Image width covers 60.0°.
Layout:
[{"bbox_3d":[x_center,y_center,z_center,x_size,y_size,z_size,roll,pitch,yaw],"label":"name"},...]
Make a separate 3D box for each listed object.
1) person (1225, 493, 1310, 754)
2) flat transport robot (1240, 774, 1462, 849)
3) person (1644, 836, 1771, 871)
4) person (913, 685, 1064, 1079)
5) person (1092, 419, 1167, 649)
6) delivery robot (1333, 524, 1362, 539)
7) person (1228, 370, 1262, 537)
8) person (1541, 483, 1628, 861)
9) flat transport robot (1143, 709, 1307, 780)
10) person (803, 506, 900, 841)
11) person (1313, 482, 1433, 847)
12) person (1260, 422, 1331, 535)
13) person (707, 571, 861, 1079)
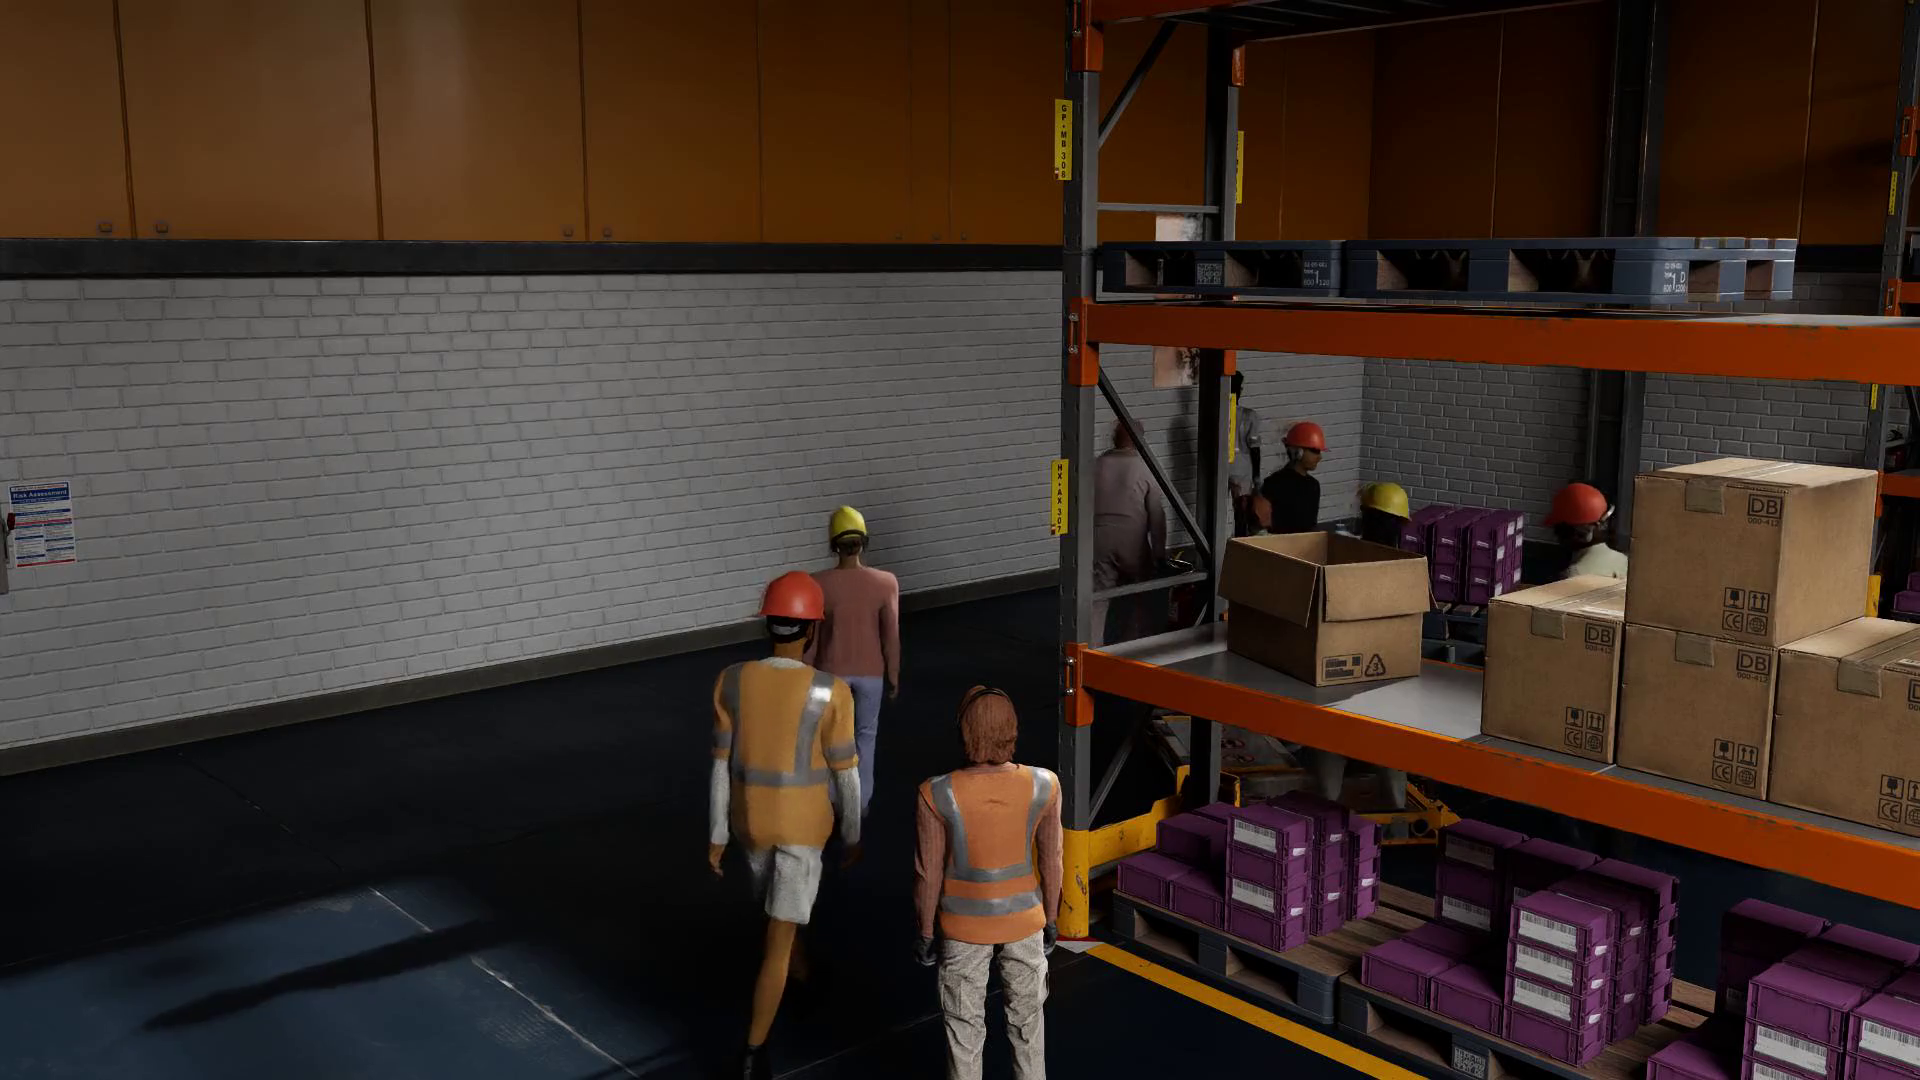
[{"bbox_3d":[1.856,0.511,10.224,0.844,1.604,0.512,6,11,30],"label":"person"},{"bbox_3d":[1.887,1.425,8.709,1.431,0.197,0.652,-1,10,-5],"label":"flat transport robot"},{"bbox_3d":[3.843,0.669,8.359,0.560,1.899,0.754,-6,11,-31],"label":"person"},{"bbox_3d":[0.095,1.290,5.499,0.513,1.641,0.309,-2,10,-14],"label":"person"},{"bbox_3d":[1.195,0.053,12.095,0.763,1.854,0.863,5,11,29],"label":"person"},{"bbox_3d":[3.510,0.093,15.402,0.477,0.478,0.707,5,11,26],"label":"delivery robot"},{"bbox_3d":[2.577,-0.636,15.821,0.605,1.966,0.367,5,11,27],"label":"person"},{"bbox_3d":[2.991,0.700,7.995,0.649,1.963,0.569,-6,12,-33],"label":"person"},{"bbox_3d":[1.526,1.256,9.702,0.652,0.197,1.431,-1,10,-5],"label":"flat transport robot"},{"bbox_3d":[-0.576,0.691,8.694,0.540,1.749,0.707,-2,10,-9],"label":"person"},{"bbox_3d":[2.147,0.647,8.529,0.791,1.883,0.629,-2,10,-11],"label":"person"},{"bbox_3d":[2.160,0.163,11.206,0.619,1.951,1.000,-7,12,-36],"label":"person"},{"bbox_3d":[-0.647,1.051,6.226,0.554,1.869,1.039,3,10,18],"label":"person"}]
